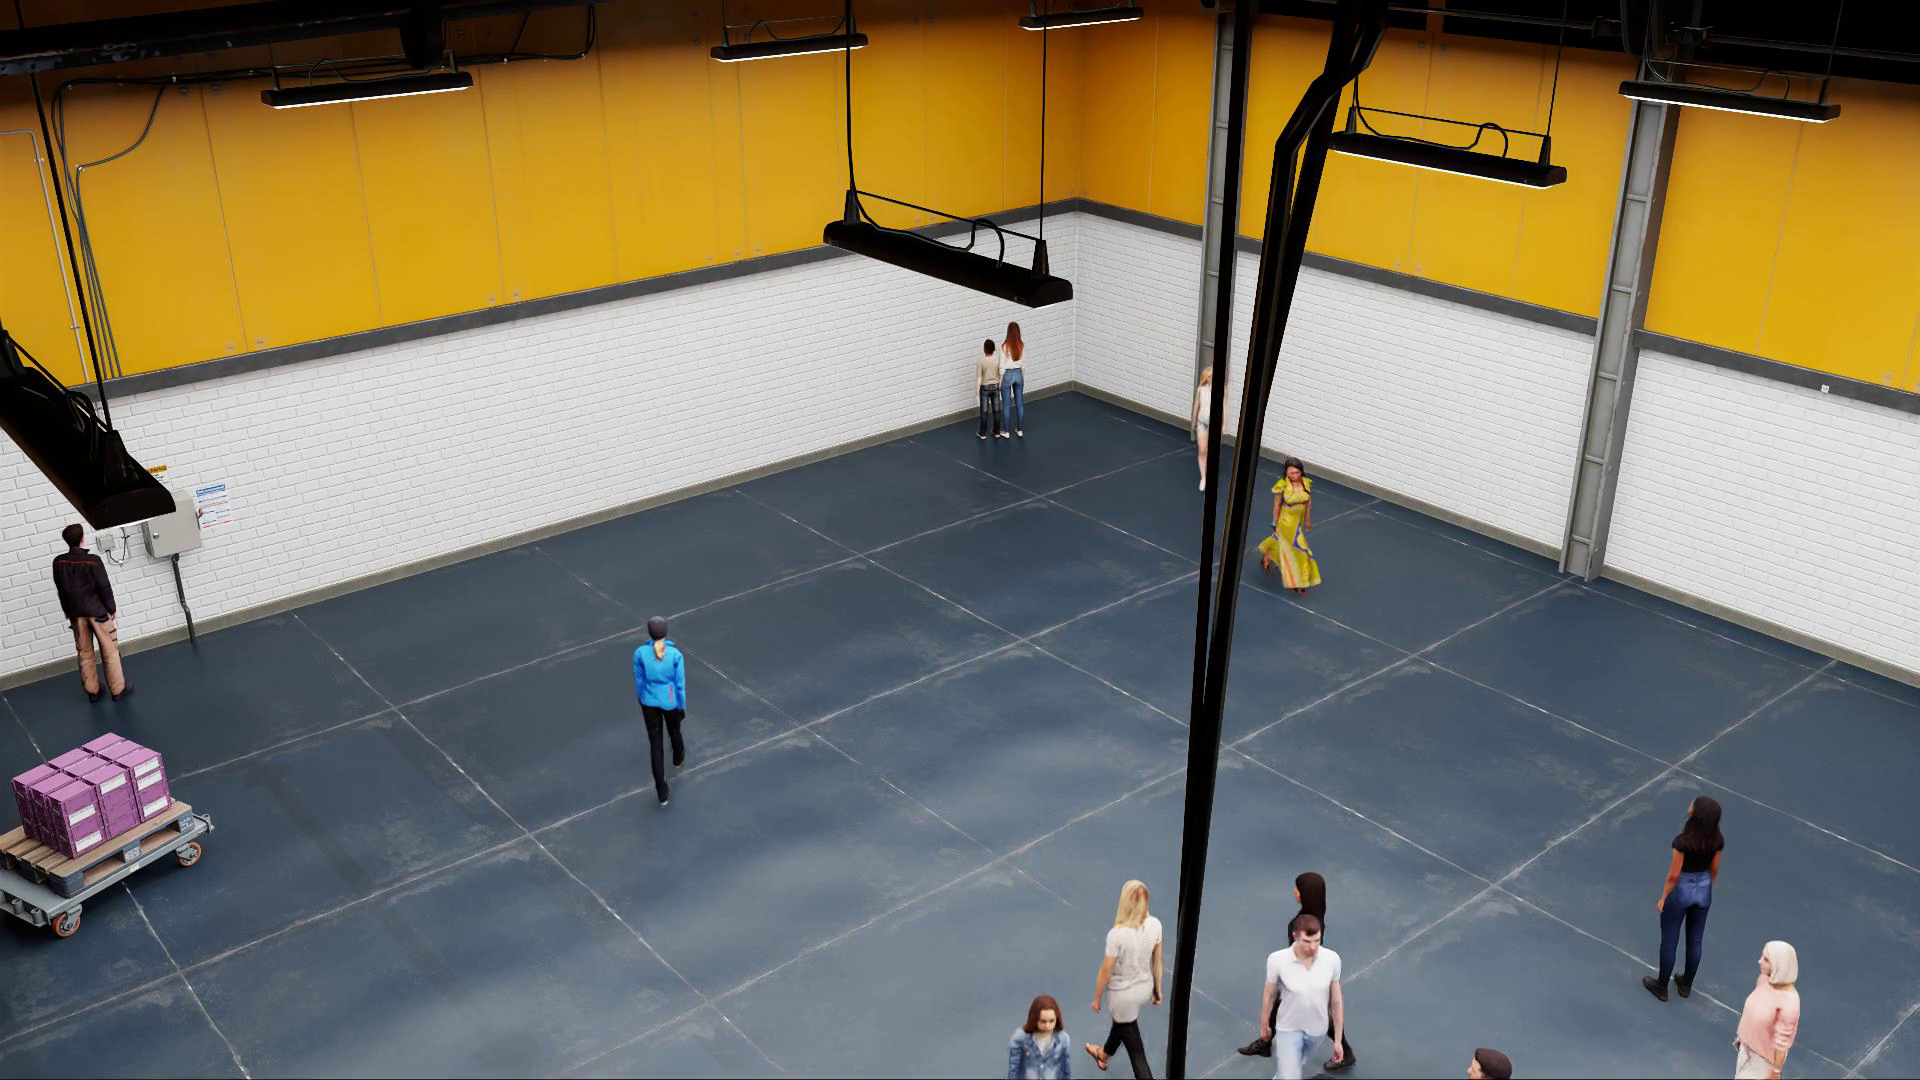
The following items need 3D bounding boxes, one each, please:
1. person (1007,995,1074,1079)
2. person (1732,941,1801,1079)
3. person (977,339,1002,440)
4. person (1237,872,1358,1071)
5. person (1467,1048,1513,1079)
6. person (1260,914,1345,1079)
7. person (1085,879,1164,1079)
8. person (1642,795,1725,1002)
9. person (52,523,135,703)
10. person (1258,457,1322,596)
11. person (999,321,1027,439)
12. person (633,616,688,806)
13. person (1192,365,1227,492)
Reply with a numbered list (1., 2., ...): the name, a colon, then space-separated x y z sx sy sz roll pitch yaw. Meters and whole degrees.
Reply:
1. person: 0.511 3.571 10.909 0.720 1.474 0.771 -2 24 -3
2. person: 5.386 3.396 11.010 0.805 1.714 0.741 1 24 2
3. person: 0.437 -2.193 24.113 0.611 1.461 0.634 -5 24 -11
4. person: 2.546 3.102 11.815 1.054 1.608 1.053 0 24 0
5. person: 3.086 3.799 9.906 0.742 1.861 0.768 10 25 21
6. person: 2.279 3.257 11.230 1.114 1.793 1.342 -3 24 -6
7. person: 1.214 3.194 11.395 0.750 1.777 1.198 -13 27 -27
8. person: 5.498 2.704 12.565 0.656 1.737 0.682 -3 24 -7
9. person: -8.814 0.739 16.825 0.784 1.925 0.797 -2 24 -5
10. person: 3.806 -0.224 19.413 0.900 1.617 1.370 -14 27 -29
11. person: 0.761 -2.331 24.093 0.635 1.729 0.609 -9 25 -20
12. person: -2.733 1.573 15.126 1.094 1.759 1.196 0 24 0
13. person: 3.342 -1.551 22.307 0.993 1.731 0.997 6 24 13
